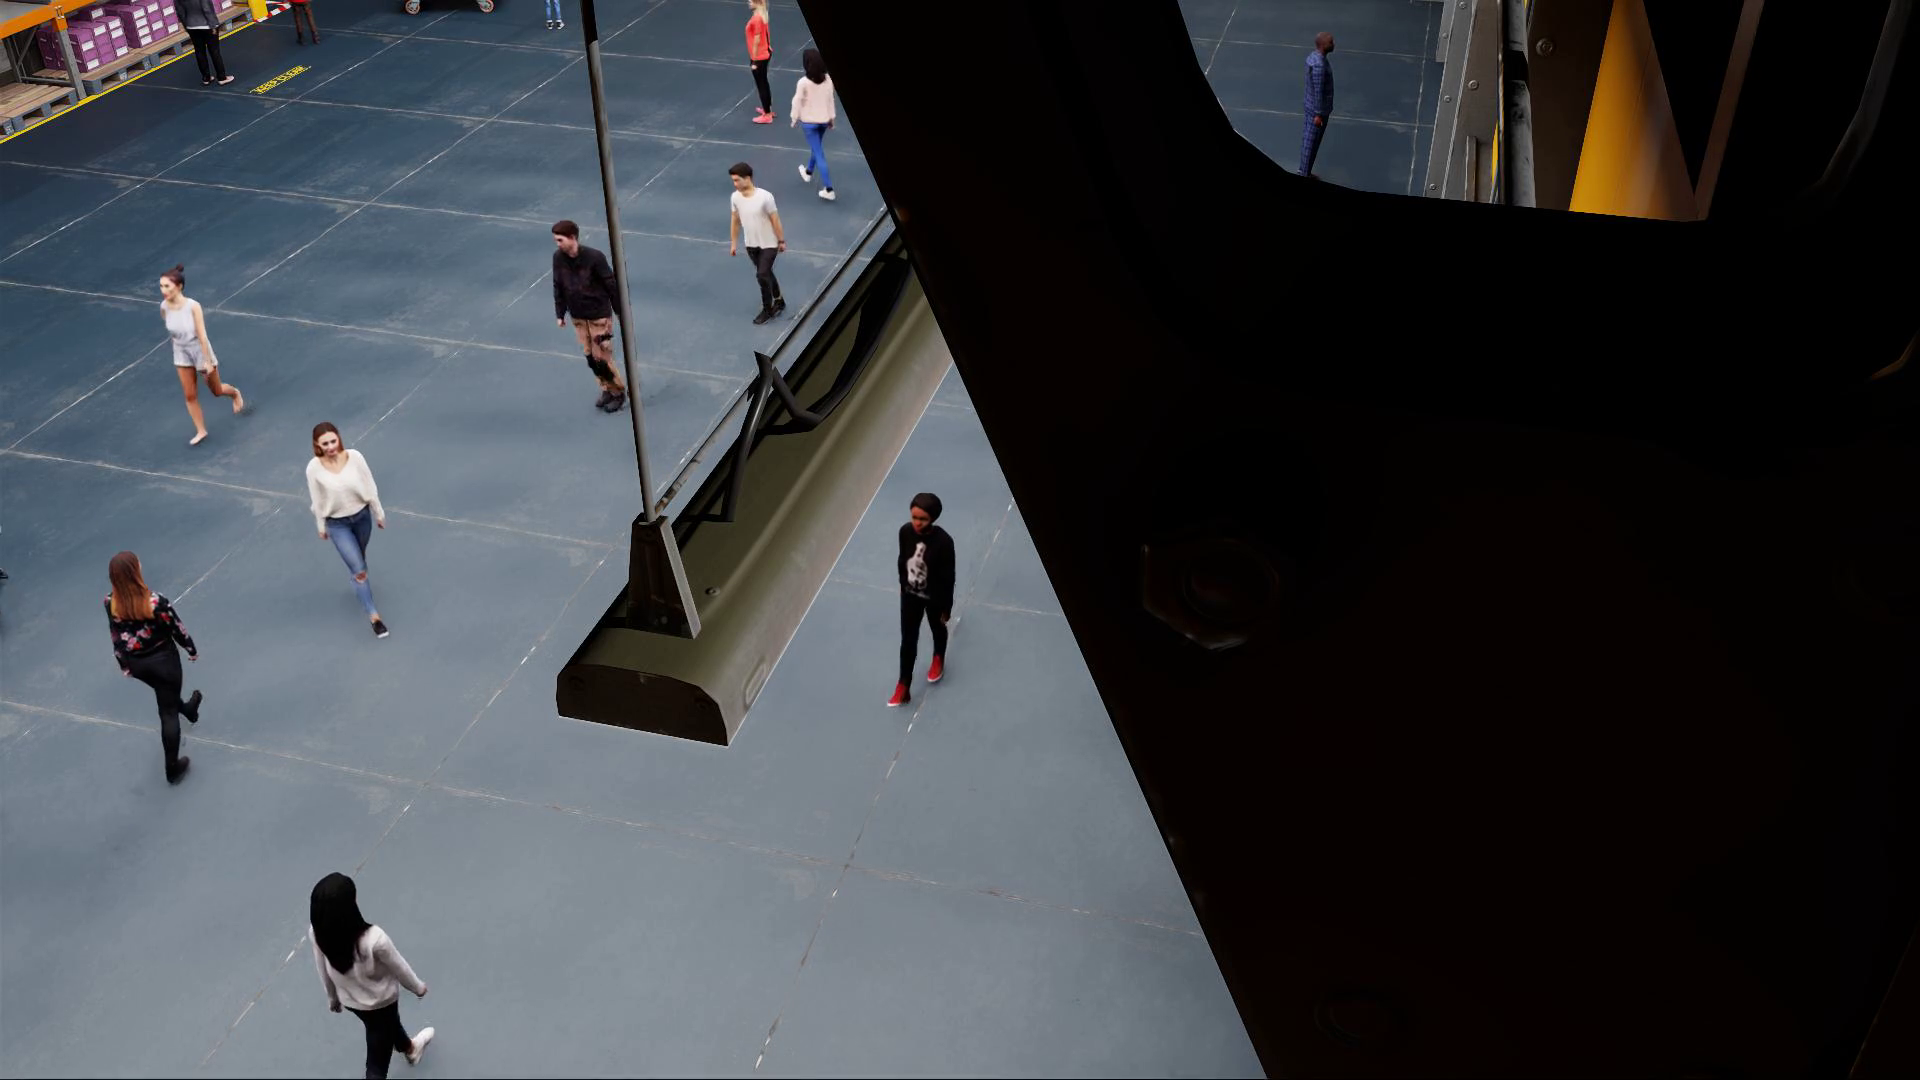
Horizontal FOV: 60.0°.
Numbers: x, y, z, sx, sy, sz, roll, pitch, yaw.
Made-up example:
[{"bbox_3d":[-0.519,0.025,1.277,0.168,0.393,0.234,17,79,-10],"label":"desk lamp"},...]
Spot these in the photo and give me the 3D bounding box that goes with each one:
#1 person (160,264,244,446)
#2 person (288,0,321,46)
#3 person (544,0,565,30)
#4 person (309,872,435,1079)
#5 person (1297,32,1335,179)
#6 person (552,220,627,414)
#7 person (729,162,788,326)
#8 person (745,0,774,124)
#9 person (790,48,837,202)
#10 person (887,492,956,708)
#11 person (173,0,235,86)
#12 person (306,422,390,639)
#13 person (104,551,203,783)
[{"bbox_3d":[-6.787,-1.681,14.842,0.629,1.591,0.922,6,34,9],"label":"person"},{"bbox_3d":[-9.810,-8.030,24.676,0.576,1.278,0.622,-13,36,-18],"label":"person"},{"bbox_3d":[-6.235,-8.408,25.296,0.571,1.221,0.564,-3,34,-5],"label":"person"},{"bbox_3d":[-3.084,2.440,8.578,0.669,1.661,1.135,11,35,16],"label":"person"},{"bbox_3d":[4.255,-5.166,19.875,0.779,1.824,0.623,2,34,2],"label":"person"},{"bbox_3d":[-3.299,-2.055,15.140,0.733,1.884,0.714,5,34,7],"label":"person"},{"bbox_3d":[-1.948,-3.033,16.797,0.764,1.679,0.867,12,36,18],"label":"person"},{"bbox_3d":[-2.591,-6.318,21.726,0.794,1.692,0.538,7,34,10],"label":"person"},{"bbox_3d":[-1.642,-4.814,19.439,1.137,1.720,1.151,-22,39,-29],"label":"person"},{"bbox_3d":[-0.207,0.344,11.750,0.701,1.641,1.042,13,36,18],"label":"person"},{"bbox_3d":[-10.491,-7.104,22.989,0.679,1.603,0.658,6,34,9],"label":"person"},{"bbox_3d":[-4.607,-0.158,12.498,1.112,1.648,1.122,-20,39,-28],"label":"person"},{"bbox_3d":[-5.340,0.864,10.970,0.752,1.638,1.103,1,34,2],"label":"person"}]
